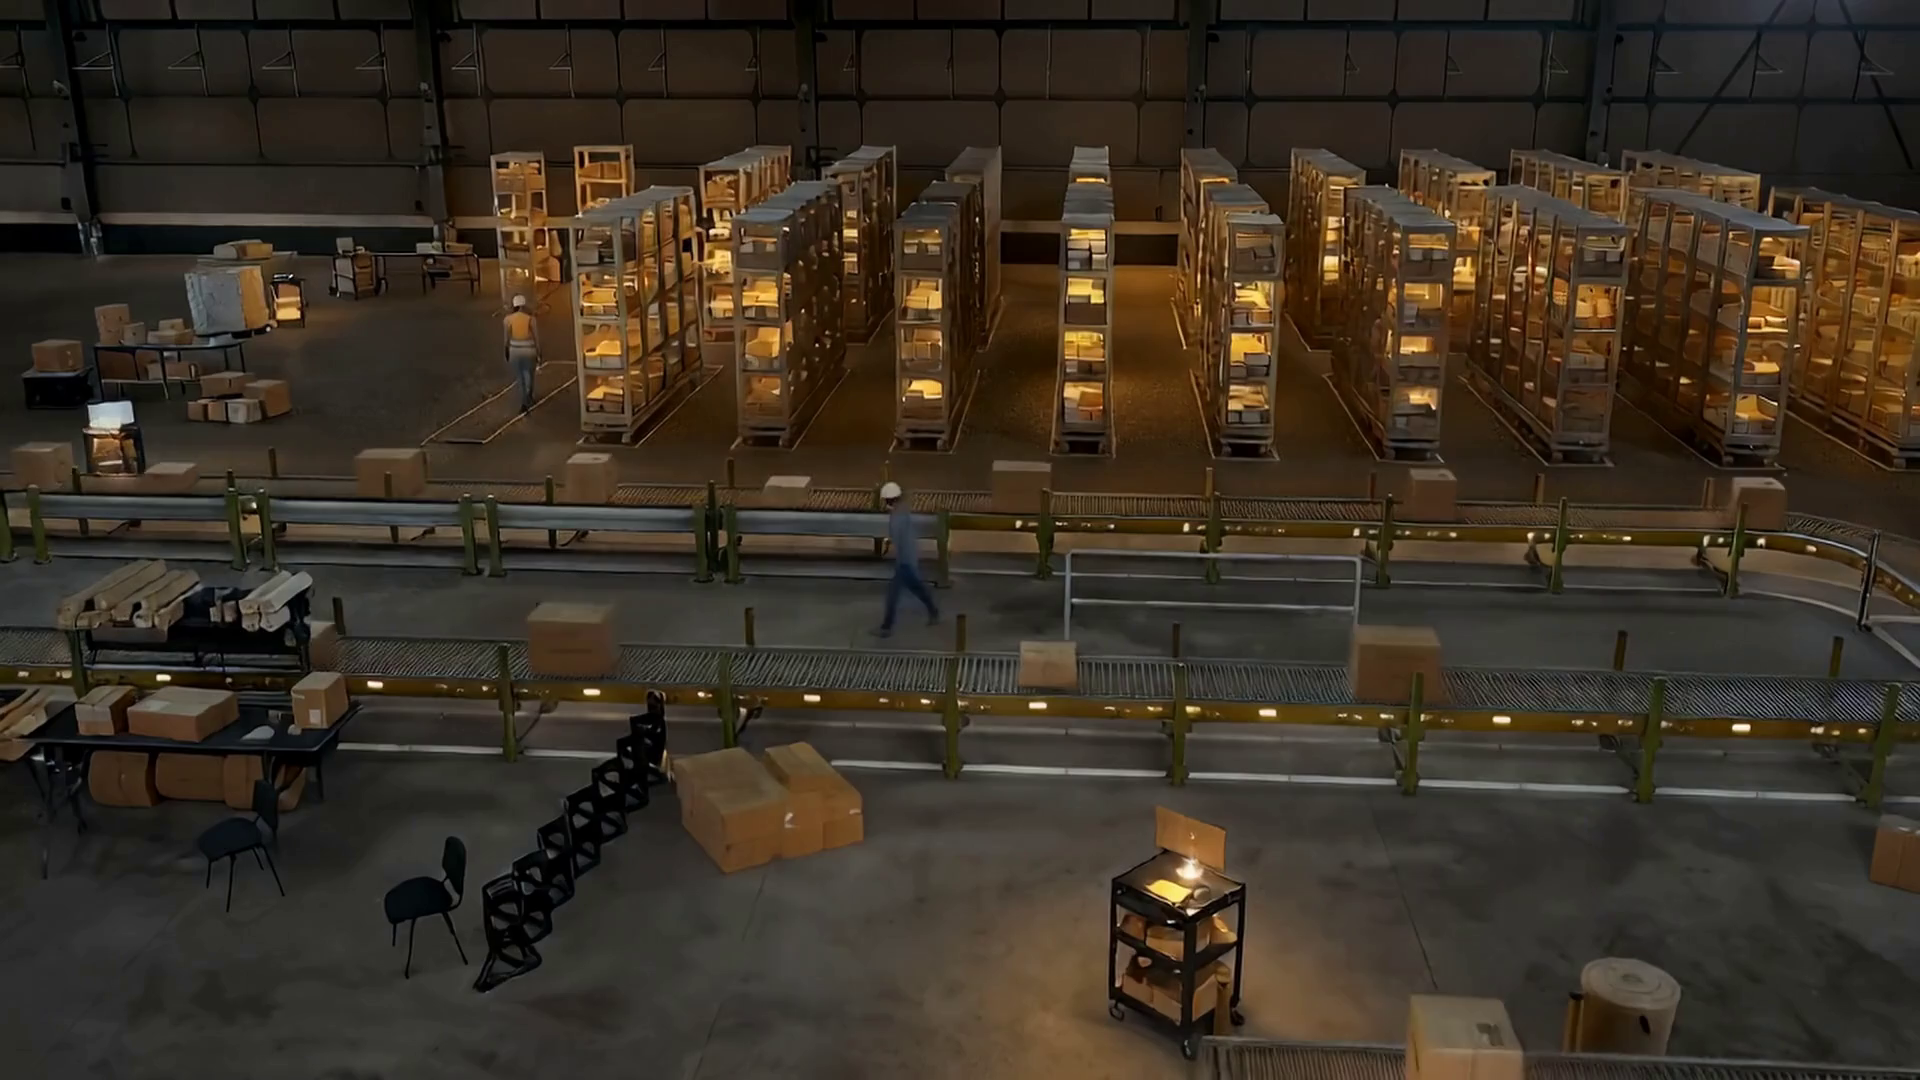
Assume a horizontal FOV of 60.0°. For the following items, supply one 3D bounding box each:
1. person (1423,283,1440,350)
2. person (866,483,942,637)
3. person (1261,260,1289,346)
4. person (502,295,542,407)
[{"bbox_3d":[9.017,-4.356,32.383,0.668,1.822,0.605,5,18,16],"label":"person"},{"bbox_3d":[-0.576,0.195,18.134,0.901,1.714,0.565,-6,18,-18],"label":"person"},{"bbox_3d":[6.401,-4.863,33.991,0.590,1.833,0.404,-3,18,-9],"label":"person"},{"bbox_3d":[-7.603,-3.308,28.895,0.645,1.924,0.686,-4,18,-12],"label":"person"}]
